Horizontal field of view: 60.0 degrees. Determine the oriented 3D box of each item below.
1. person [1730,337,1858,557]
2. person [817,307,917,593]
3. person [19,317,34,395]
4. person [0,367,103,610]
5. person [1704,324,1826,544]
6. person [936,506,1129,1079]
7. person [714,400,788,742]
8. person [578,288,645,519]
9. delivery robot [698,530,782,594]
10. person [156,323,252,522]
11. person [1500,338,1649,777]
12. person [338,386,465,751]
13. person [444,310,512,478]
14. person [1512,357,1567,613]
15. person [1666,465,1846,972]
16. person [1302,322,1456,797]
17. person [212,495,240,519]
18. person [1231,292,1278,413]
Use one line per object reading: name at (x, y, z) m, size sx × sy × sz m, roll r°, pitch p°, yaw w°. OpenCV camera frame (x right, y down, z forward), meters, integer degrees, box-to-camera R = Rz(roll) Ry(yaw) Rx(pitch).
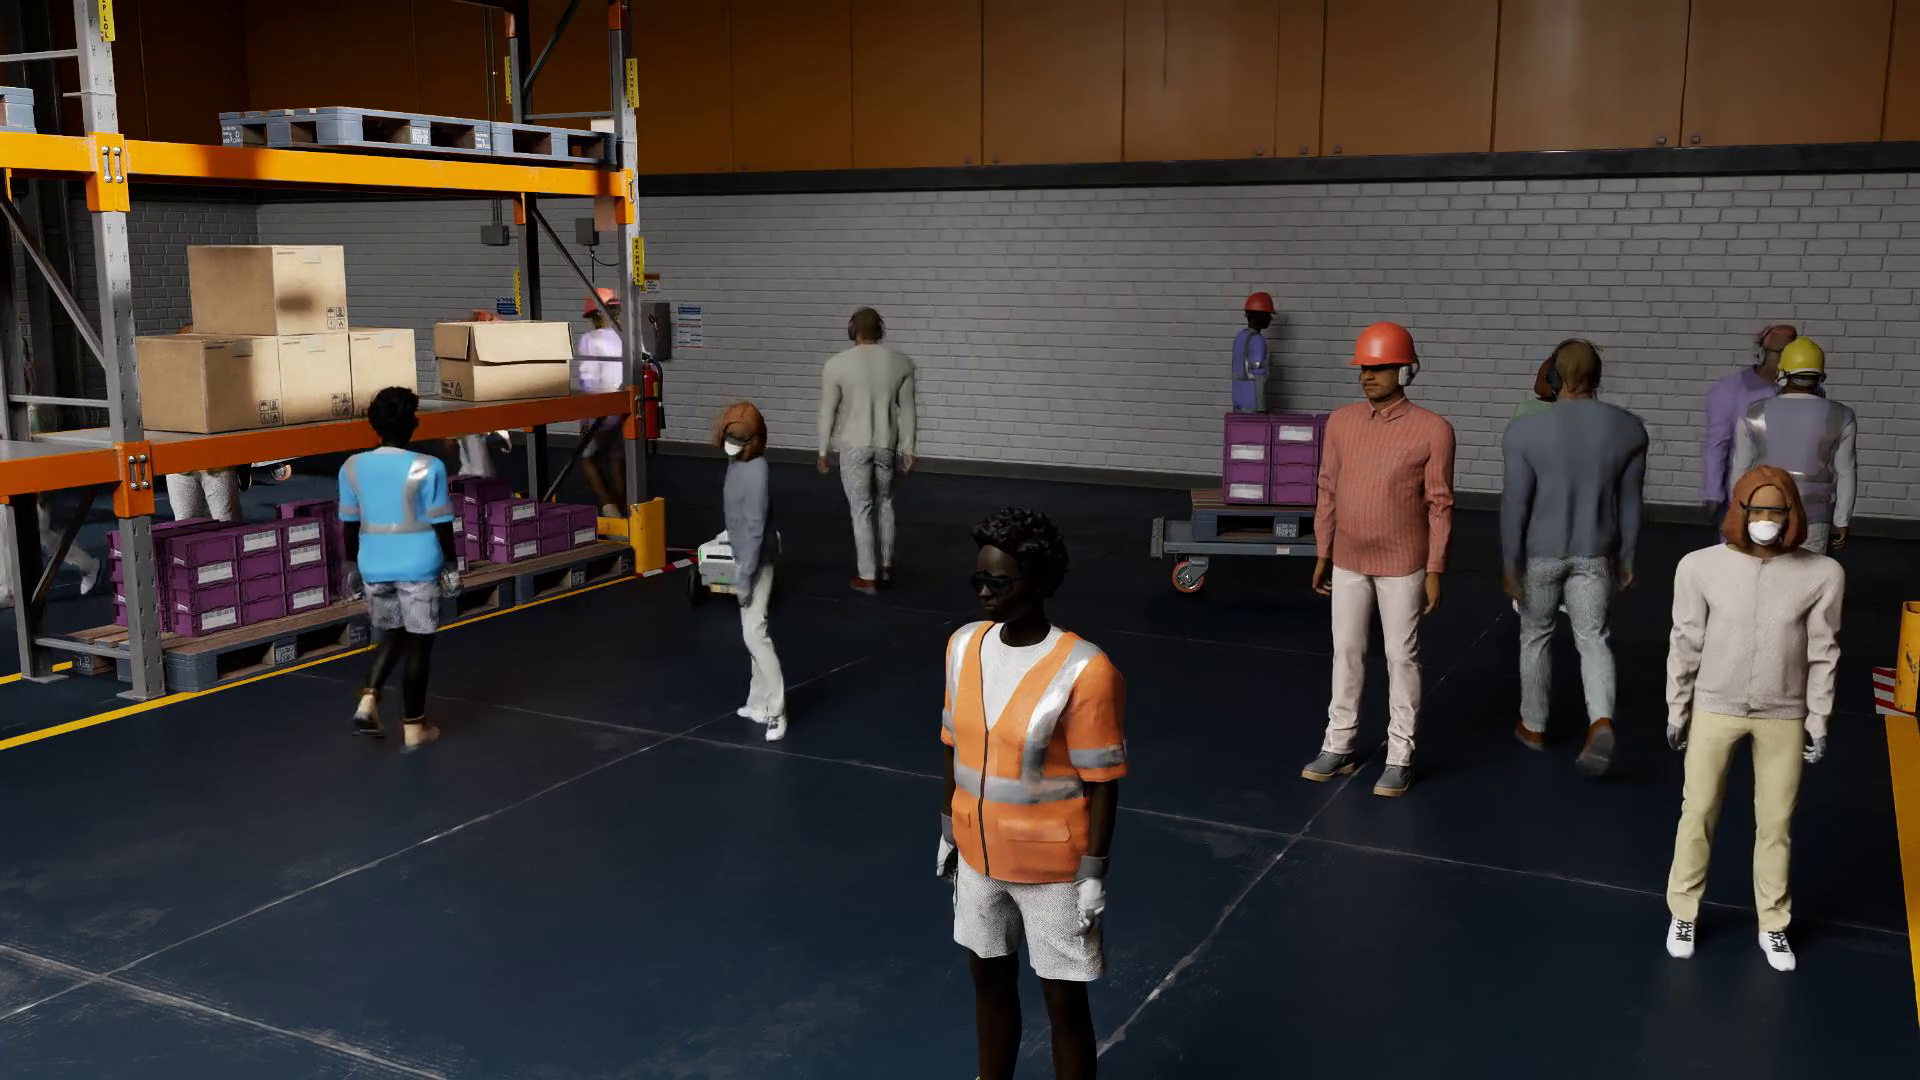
person at (4.426, -0.155, 8.856) m, size 0.600 × 1.836 × 0.404 m, roll 6°, pitch 11°, yaw 30°
person at (-0.640, -0.613, 11.269) m, size 0.657 × 1.914 × 0.597 m, roll -4°, pitch 10°, yaw -21°
person at (-9.239, -1.415, 16.200) m, size 0.587 × 1.823 × 0.403 m, roll 3°, pitch 10°, yaw 16°
person at (-5.978, -0.363, 10.712) m, size 0.522 × 1.608 × 0.693 m, roll 6°, pitch 11°, yaw 30°
person at (4.468, -0.248, 9.250) m, size 0.649 × 1.891 × 0.488 m, roll 2°, pitch 10°, yaw 10°
person at (0.149, 0.758, 3.983) m, size 0.540 × 1.695 × 0.317 m, roll 9°, pitch 13°, yaw 41°
person at (-1.016, 0.127, 7.909) m, size 0.308 × 1.610 × 0.597 m, roll -3°, pitch 10°, yaw -15°
person at (-2.780, -0.973, 13.116) m, size 0.494 × 2.001 × 0.657 m, roll 9°, pitch 13°, yaw 41°
delivery robot at (-1.439, 0.082, 10.926) m, size 0.477 × 0.478 × 0.707 m, roll 3°, pitch 10°, yaw 15°
person at (-4.876, -0.471, 10.712) m, size 0.625 × 1.836 × 0.428 m, roll -1°, pitch 10°, yaw -3°
person at (2.695, 0.070, 7.335) m, size 0.635 × 1.914 × 0.889 m, roll 1°, pitch 10°, yaw 6°
person at (-2.540, 0.140, 7.589) m, size 0.541 × 1.682 × 0.393 m, roll 3°, pitch 10°, yaw 16°
person at (-3.705, -0.820, 12.694) m, size 0.592 × 1.840 × 0.610 m, roll 0°, pitch 10°, yaw 2°
person at (3.721, -0.341, 10.525) m, size 0.507 × 1.632 × 0.274 m, roll -3°, pitch 10°, yaw -15°
person at (2.512, 0.566, 5.309) m, size 0.492 × 1.625 × 0.284 m, roll 3°, pitch 10°, yaw 19°
person at (1.765, 0.082, 7.032) m, size 0.610 × 1.996 × 0.384 m, roll 9°, pitch 13°, yaw 41°
person at (-5.372, -0.562, 11.861) m, size 0.522 × 1.615 × 0.449 m, roll 7°, pitch 12°, yaw 37°
person at (2.610, -1.229, 14.795) m, size 0.374 × 1.934 × 0.548 m, roll -2°, pitch 10°, yaw -12°
